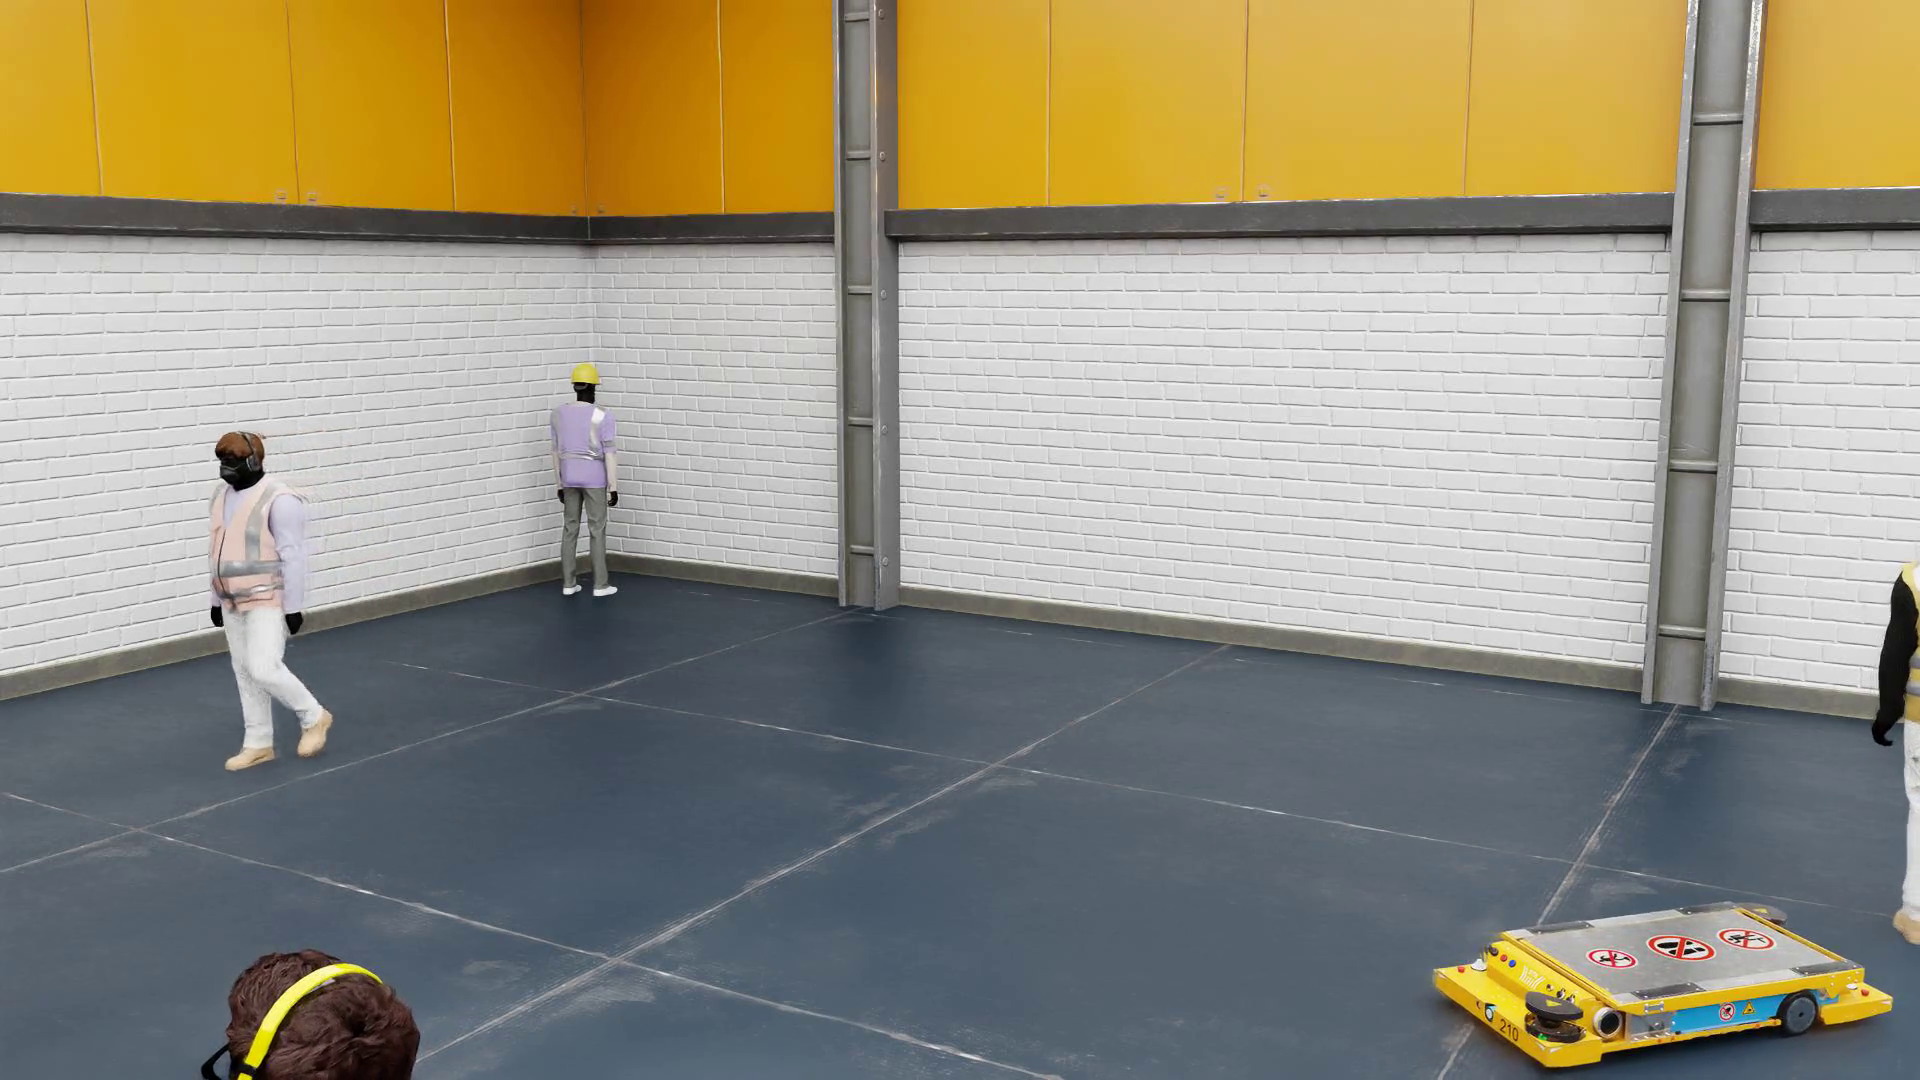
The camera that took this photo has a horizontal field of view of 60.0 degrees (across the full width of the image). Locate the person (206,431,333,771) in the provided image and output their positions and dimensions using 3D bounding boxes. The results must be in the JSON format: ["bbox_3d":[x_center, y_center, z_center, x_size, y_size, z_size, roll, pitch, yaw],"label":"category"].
[{"bbox_3d":[-3.742,0.324,8.876,0.641,1.833,0.463,6,11,31],"label":"person"}]

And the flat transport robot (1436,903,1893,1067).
[{"bbox_3d":[2.516,1.565,5.961,1.431,0.197,0.652,-3,10,-17],"label":"flat transport robot"}]

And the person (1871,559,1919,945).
[{"bbox_3d":[3.936,0.698,6.494,0.630,1.843,0.429,3,10,21],"label":"person"}]

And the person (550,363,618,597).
[{"bbox_3d":[-3.068,-0.489,13.667,0.580,1.918,0.401,2,9,15],"label":"person"}]

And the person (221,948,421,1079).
[{"bbox_3d":[-0.744,1.394,2.042,0.328,1.877,0.513,6,11,34],"label":"person"}]
